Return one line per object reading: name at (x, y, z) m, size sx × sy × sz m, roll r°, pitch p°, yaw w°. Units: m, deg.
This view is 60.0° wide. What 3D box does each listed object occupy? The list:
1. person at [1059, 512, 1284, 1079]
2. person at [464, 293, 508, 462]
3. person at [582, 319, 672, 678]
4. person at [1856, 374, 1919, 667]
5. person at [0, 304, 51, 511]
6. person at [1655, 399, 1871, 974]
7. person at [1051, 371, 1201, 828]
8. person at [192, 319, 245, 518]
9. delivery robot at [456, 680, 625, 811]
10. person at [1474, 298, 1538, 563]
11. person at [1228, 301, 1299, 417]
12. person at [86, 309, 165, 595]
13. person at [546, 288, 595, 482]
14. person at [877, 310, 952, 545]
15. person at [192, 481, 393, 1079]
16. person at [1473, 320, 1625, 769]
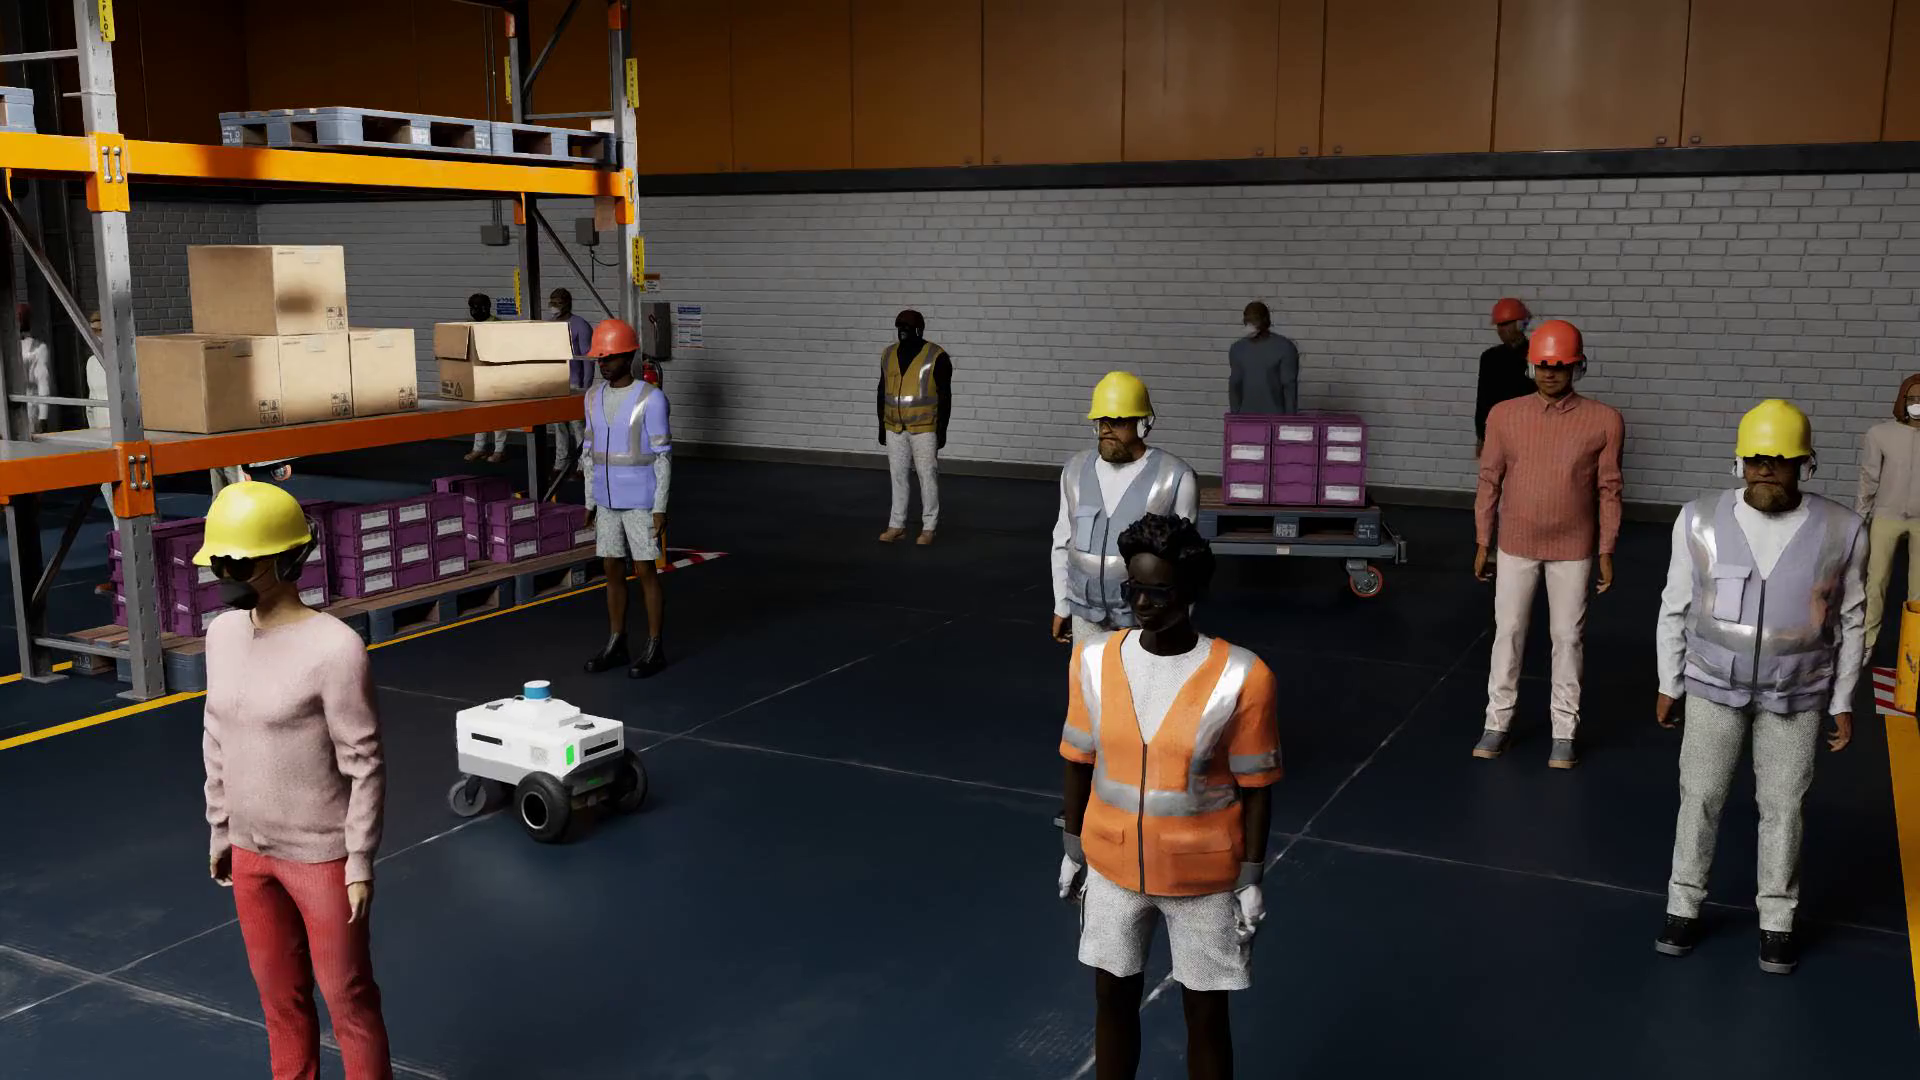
person at (0.474, 0.772, 3.900) m, size 0.540 × 1.695 × 0.317 m, roll 5°, pitch 11°, yaw 27°
person at (-5.209, -1.771, 18.206) m, size 0.634 × 1.841 × 0.429 m, roll 5°, pitch 11°, yaw 27°
person at (-1.814, -0.217, 8.935) m, size 0.551 × 1.932 × 0.378 m, roll 5°, pitch 11°, yaw 27°
person at (5.172, -0.090, 9.081) m, size 0.507 × 1.629 × 0.266 m, roll 5°, pitch 11°, yaw 27°
person at (-8.258, -1.137, 14.556) m, size 0.720 × 1.839 × 0.402 m, roll 1°, pitch 10°, yaw 5°
person at (2.529, 0.464, 5.292) m, size 0.600 × 1.829 × 0.404 m, roll 5°, pitch 11°, yaw 27°
person at (0.624, 0.257, 6.490) m, size 0.600 × 1.829 × 0.404 m, roll 5°, pitch 11°, yaw 27°
person at (-6.196, -1.036, 13.870) m, size 0.534 × 1.868 × 0.309 m, roll 5°, pitch 11°, yaw 27°
delivery robot at (-1.696, 0.811, 6.708) m, size 0.707 × 0.478 × 0.477 m, roll 6°, pitch 12°, yaw 33°
person at (4.088, -0.781, 12.165) m, size 0.654 × 1.959 × 0.544 m, roll 9°, pitch 13°, yaw 43°
person at (2.405, -0.942, 13.293) m, size 0.629 × 1.913 × 0.654 m, roll 8°, pitch 12°, yaw 37°
person at (-5.520, -0.575, 11.000) m, size 0.635 × 1.936 × 0.355 m, roll 5°, pitch 11°, yaw 27°
person at (-3.922, -1.542, 16.598) m, size 0.635 × 1.936 × 0.355 m, roll 5°, pitch 11°, yaw 27°
person at (-0.380, -0.880, 13.049) m, size 0.634 × 1.841 × 0.429 m, roll 5°, pitch 11°, yaw 27°
person at (-1.593, 0.733, 3.932) m, size 0.533 × 1.765 × 0.330 m, roll 5°, pitch 11°, yaw 27°
person at (2.591, 0.024, 7.374) m, size 0.623 × 1.989 × 0.401 m, roll 5°, pitch 11°, yaw 27°
